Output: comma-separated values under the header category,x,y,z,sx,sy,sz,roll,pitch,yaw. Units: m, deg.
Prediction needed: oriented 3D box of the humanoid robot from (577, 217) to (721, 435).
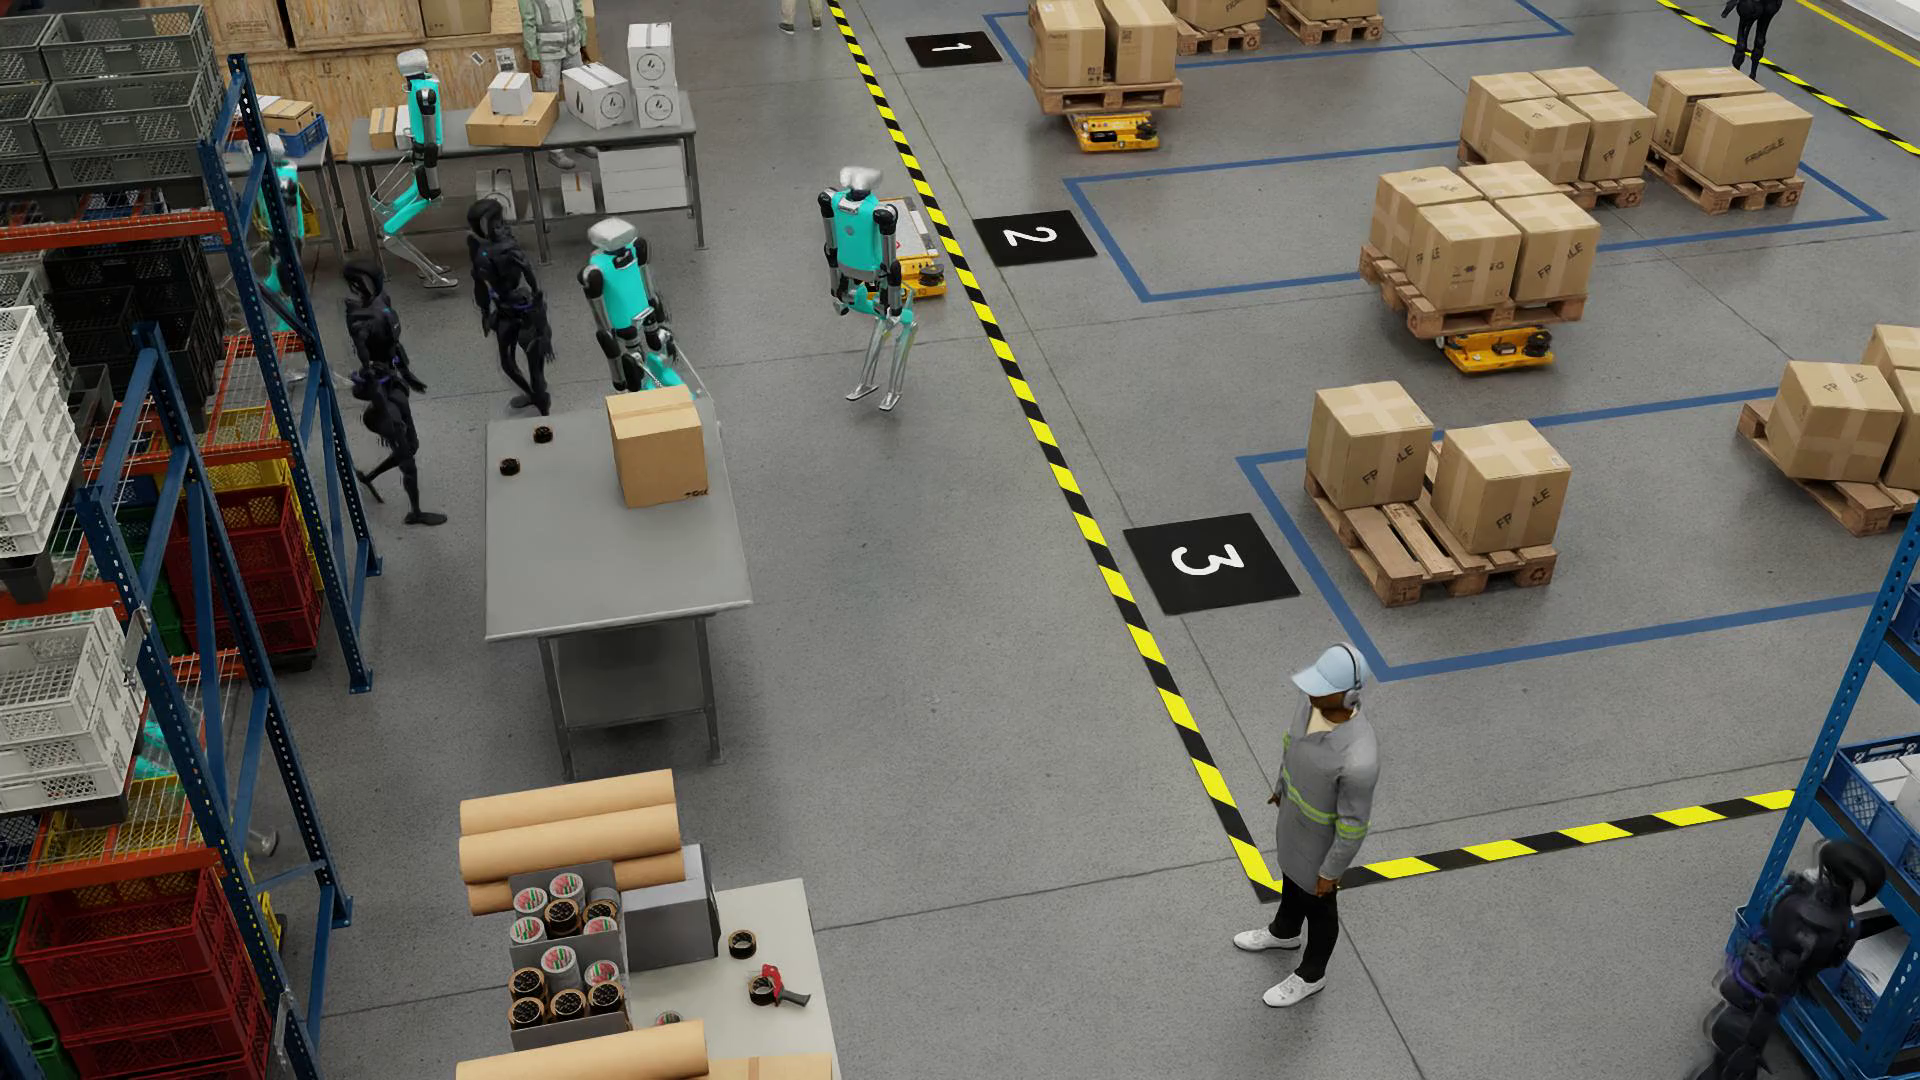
category,x,y,z,sx,sy,sz,roll,pitch,yaw
humanoid robot,-1.702,-0.965,9.644,0.807,1.799,0.541,17,40,22

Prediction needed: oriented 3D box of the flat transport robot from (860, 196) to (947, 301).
category,x,y,z,sx,sy,sz,roll,pitch,yaw
flat transport robot,-0.570,-2.220,12.538,0.659,0.231,1.431,-8,37,-10

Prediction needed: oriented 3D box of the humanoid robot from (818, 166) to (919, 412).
category,x,y,z,sx,sy,sz,roll,pitch,yaw
humanoid robot,-0.484,-1.629,10.398,0.533,1.681,0.735,20,41,25

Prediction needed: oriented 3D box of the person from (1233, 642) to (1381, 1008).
category,x,y,z,sx,sy,sz,roll,pitch,yaw
person,1.407,1.140,6.696,0.371,1.852,0.588,-8,37,-11

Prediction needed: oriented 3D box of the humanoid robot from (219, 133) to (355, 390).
category,x,y,z,sx,sy,sz,roll,pitch,yaw
humanoid robot,-4.394,-1.681,10.589,0.903,1.772,0.542,-19,40,-23

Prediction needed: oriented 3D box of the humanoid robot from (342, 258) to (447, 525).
category,x,y,z,sx,sy,sz,roll,pitch,yaw
humanoid robot,-3.346,-0.855,9.528,0.554,1.638,0.601,0,37,0

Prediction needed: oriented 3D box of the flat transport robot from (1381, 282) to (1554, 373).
category,x,y,z,sx,sy,sz,roll,pitch,yaw
flat transport robot,3.549,-1.646,11.743,0.652,0.197,1.431,-8,37,-10

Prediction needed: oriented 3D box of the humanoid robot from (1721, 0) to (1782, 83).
category,x,y,z,sx,sy,sz,roll,pitch,yaw
humanoid robot,7.166,-4.883,14.927,0.599,1.653,0.315,-15,39,-19

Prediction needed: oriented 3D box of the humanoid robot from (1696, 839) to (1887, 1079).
category,x,y,z,sx,sy,sz,roll,pitch,yaw
humanoid robot,2.947,1.682,6.119,0.392,1.646,0.593,28,45,32

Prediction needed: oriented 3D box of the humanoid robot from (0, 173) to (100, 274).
category,x,y,z,sx,sy,sz,roll,pitch,yaw
humanoid robot,-5.904,-1.794,10.812,0.768,1.625,0.587,11,38,14

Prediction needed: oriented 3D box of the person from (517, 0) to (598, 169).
category,x,y,z,sx,sy,sz,roll,pitch,yaw
person,-3.265,-3.999,13.533,0.412,1.939,0.602,26,44,31

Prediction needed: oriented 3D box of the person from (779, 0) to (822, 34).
category,x,y,z,sx,sy,sz,roll,pitch,yaw
person,-1.588,-5.805,16.097,0.560,1.769,0.399,-12,38,-16

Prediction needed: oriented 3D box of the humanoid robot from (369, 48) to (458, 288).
category,x,y,z,sx,sy,sz,roll,pitch,yaw
humanoid robot,-3.907,-2.562,11.654,0.735,1.677,0.533,-13,39,-17

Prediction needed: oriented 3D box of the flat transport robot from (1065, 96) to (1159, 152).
category,x,y,z,sx,sy,sz,roll,pitch,yaw
flat transport robot,1.267,-3.813,14.654,0.652,0.197,1.431,-5,37,-7

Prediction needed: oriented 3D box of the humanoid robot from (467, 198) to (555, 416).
category,x,y,z,sx,sy,sz,roll,pitch,yaw
humanoid robot,-2.714,-1.380,10.232,0.661,1.644,0.465,22,42,27

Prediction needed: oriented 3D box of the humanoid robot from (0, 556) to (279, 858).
category,x,y,z,sx,sy,sz,roll,pitch,yaw
humanoid robot,-3.496,0.803,7.308,0.842,1.848,0.560,-5,37,-7
